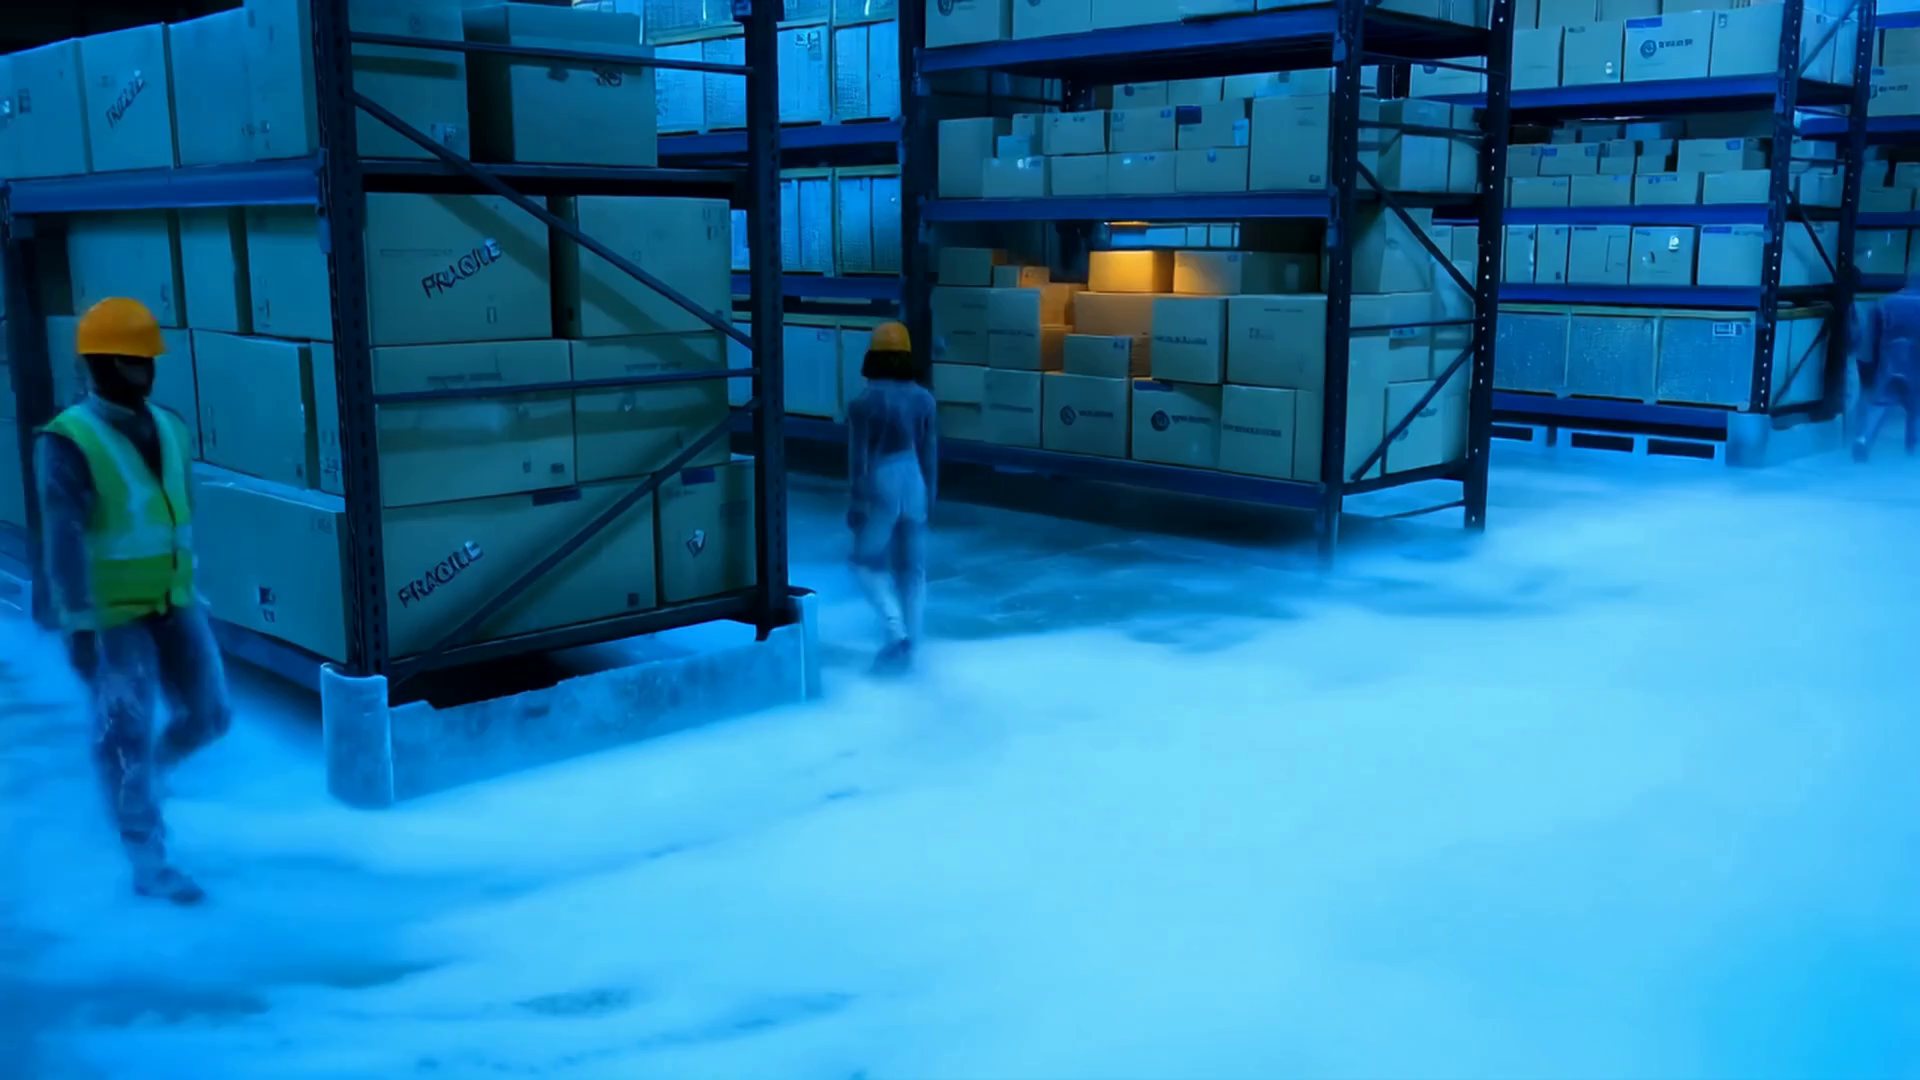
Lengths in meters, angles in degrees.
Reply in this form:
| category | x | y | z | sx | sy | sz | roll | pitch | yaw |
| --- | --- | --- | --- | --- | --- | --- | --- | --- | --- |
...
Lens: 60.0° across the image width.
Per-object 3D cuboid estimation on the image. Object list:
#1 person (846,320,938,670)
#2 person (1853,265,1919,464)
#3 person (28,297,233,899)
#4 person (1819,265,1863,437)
| category | x | y | z | sx | sy | sz | roll | pitch | yaw |
| --- | --- | --- | --- | --- | --- | --- | --- | --- | --- |
| person | -0.336 | -0.204 | 8.110 | 0.501 | 1.726 | 0.384 | -6 | 12 | -29 |
| person | 8.764 | -1.633 | 15.539 | 0.938 | 1.865 | 0.681 | -8 | 13 | -38 |
| person | -2.637 | 0.201 | 5.325 | 0.414 | 1.937 | 0.623 | 3 | 11 | 15 |
| person | 9.182 | -1.944 | 17.329 | 0.639 | 1.826 | 0.520 | -9 | 14 | -42 |
